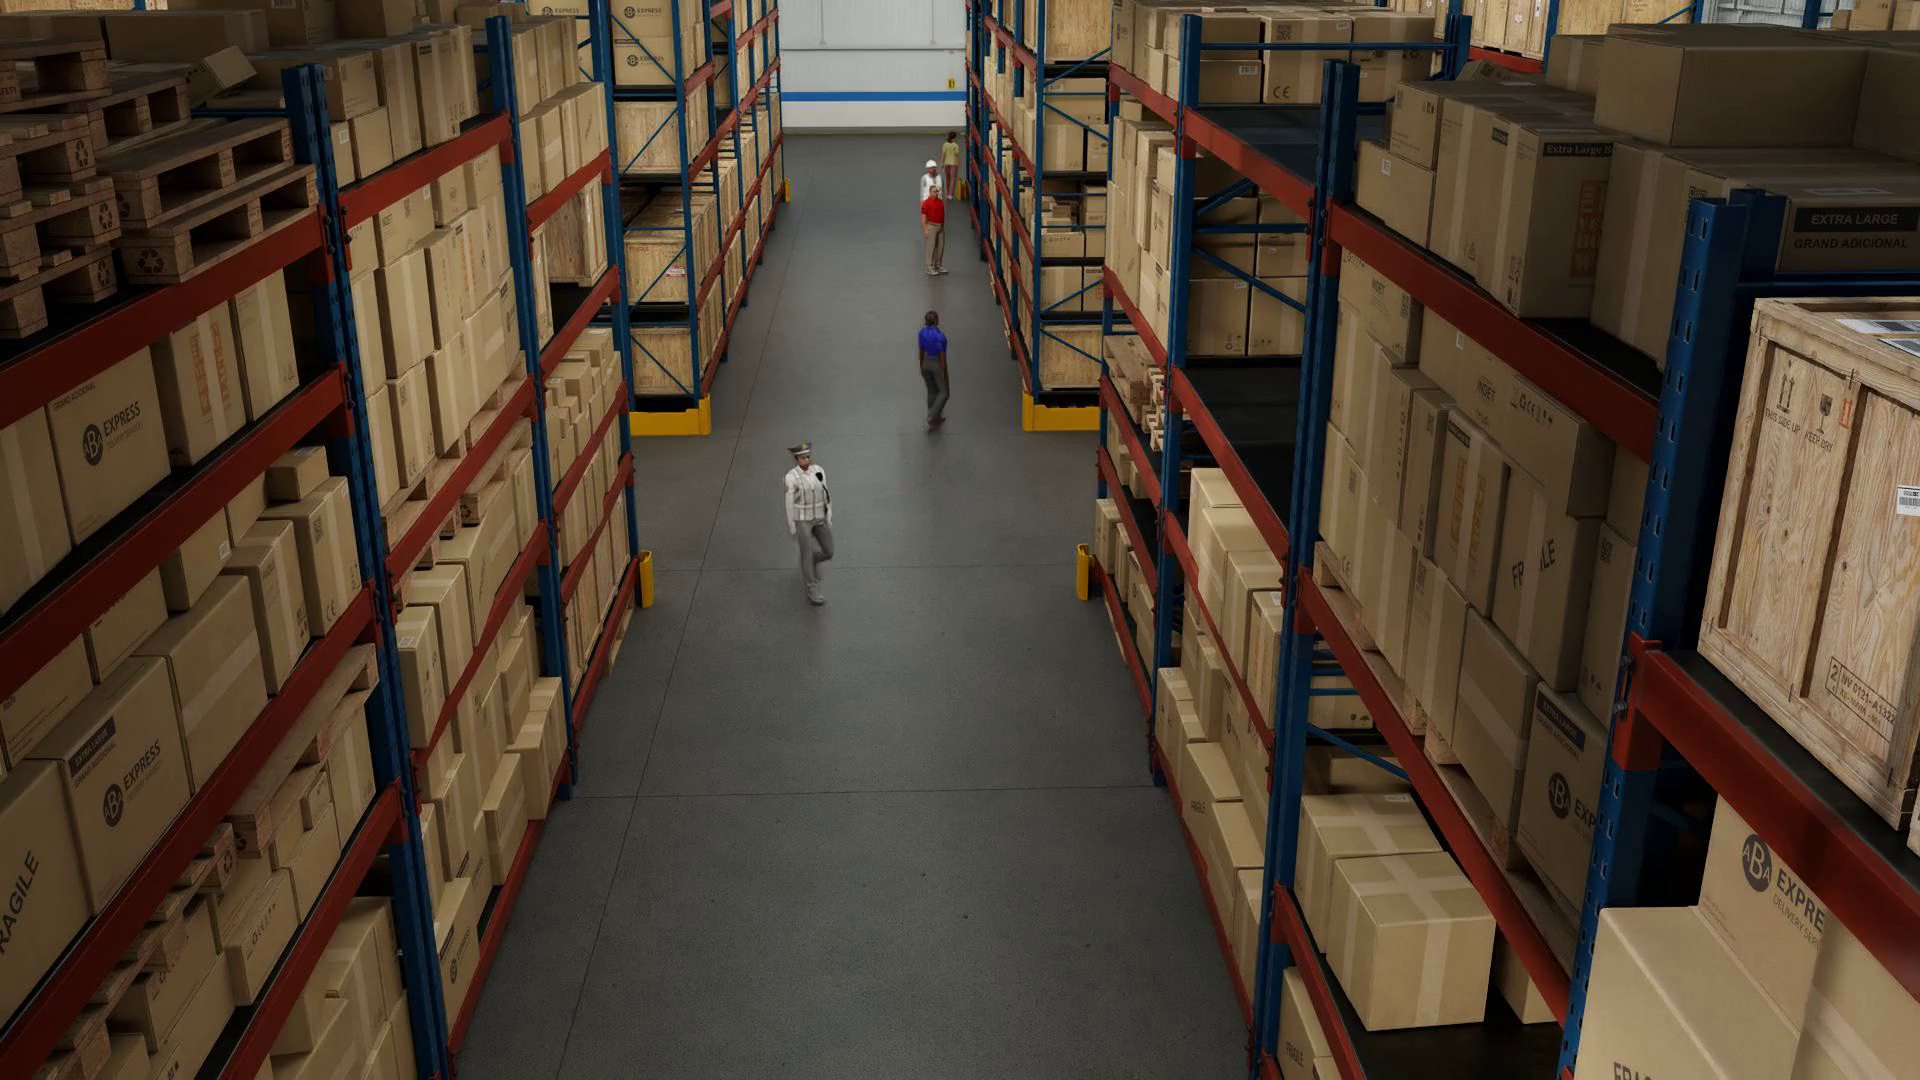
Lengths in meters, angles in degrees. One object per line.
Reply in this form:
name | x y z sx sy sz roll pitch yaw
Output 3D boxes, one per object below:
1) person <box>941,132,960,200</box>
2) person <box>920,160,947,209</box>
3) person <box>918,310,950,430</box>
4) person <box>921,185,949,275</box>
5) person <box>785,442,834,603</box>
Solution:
person | -0.212 -9.444 41.929 0.471 1.665 0.733 10 23 26
person | -0.516 -7.338 36.139 0.552 1.760 0.793 -10 23 -24
person | -0.353 -2.367 23.000 0.461 1.656 0.647 15 25 35
person | -0.482 -6.180 33.112 0.400 1.723 0.524 17 27 39
person | -1.563 -0.216 17.155 0.499 1.686 0.548 -12 24 -29
